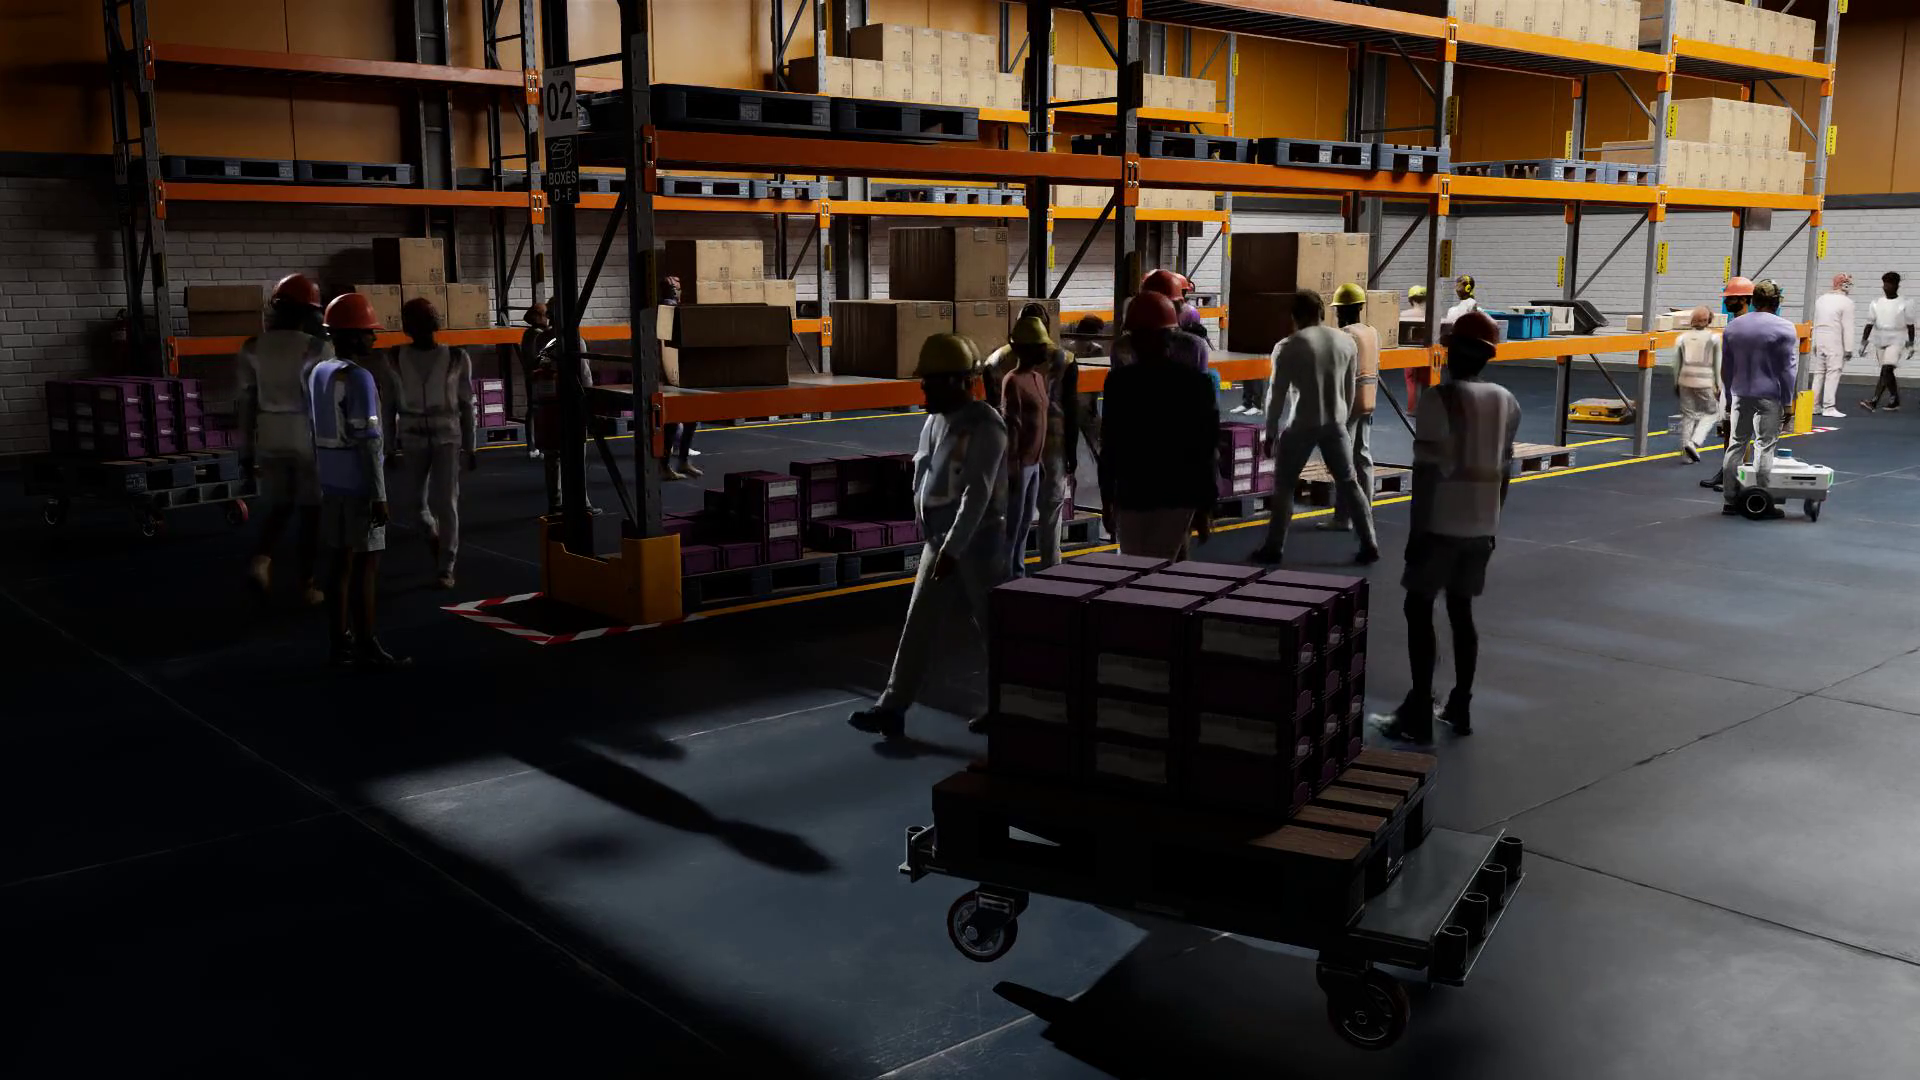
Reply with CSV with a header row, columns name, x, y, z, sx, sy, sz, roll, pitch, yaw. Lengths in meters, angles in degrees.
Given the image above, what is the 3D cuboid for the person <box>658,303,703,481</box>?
name,x,y,z,sx,sy,sz,roll,pitch,yaw
person,-2.617,-1.388,15.709,0.569,1.670,0.546,-3,10,-16

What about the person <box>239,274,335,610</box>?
name,x,y,z,sx,sy,sz,roll,pitch,yaw
person,-3.946,-0.552,9.837,0.633,2.021,0.554,1,10,5

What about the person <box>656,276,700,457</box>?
name,x,y,z,sx,sy,sz,roll,pitch,yaw
person,-3.059,-1.843,17.718,0.404,1.911,0.636,-9,13,-43

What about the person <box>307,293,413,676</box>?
name,x,y,z,sx,sy,sz,roll,pitch,yaw
person,-3.070,-0.282,8.490,0.552,1.935,0.367,9,13,42

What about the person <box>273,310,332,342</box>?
name,x,y,z,sx,sy,sz,roll,pitch,yaw
person,-5.873,-1.365,14.833,0.631,1.940,0.372,4,10,22

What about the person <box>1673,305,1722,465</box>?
name,x,y,z,sx,sy,sz,roll,pitch,yaw
person,7.491,-1.564,16.891,0.379,1.623,0.546,-8,12,-38

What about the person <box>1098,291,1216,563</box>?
name,x,y,z,sx,sy,sz,roll,pitch,yaw
person,0.976,-0.215,8.024,0.624,1.971,0.794,8,12,39

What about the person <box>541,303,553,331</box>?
name,x,y,z,sx,sy,sz,roll,pitch,yaw
person,-4.476,-1.788,18.228,0.493,1.625,0.282,8,12,39

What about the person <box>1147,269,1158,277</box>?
name,x,y,z,sx,sy,sz,roll,pitch,yaw
person,2.215,-2.147,19.297,0.637,1.976,0.519,6,11,31

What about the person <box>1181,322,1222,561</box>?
name,x,y,z,sx,sy,sz,roll,pitch,yaw
person,1.508,-0.618,11.166,0.566,1.682,0.416,8,13,40

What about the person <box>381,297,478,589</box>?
name,x,y,z,sx,sy,sz,roll,pitch,yaw
person,-3.432,-0.645,10.818,0.586,1.868,0.699,-2,10,-10

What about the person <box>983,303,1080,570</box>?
name,x,y,z,sx,sy,sz,roll,pitch,yaw
person,0.464,-0.583,10.578,0.618,1.836,0.430,4,10,20

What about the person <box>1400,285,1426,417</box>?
name,x,y,z,sx,sy,sz,roll,pitch,yaw
person,6.043,-2.484,21.957,0.518,1.746,0.484,-4,10,-20

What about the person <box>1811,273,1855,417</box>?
name,x,y,z,sx,sy,sz,roll,pitch,yaw
person,11.577,-2.571,22.015,0.398,1.904,0.649,-2,10,-12

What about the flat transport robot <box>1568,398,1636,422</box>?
name,x,y,z,sx,sy,sz,roll,pitch,yaw
flat transport robot,8.373,-1.698,21.654,0.652,0.197,1.431,6,11,30

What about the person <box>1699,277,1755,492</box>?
name,x,y,z,sx,sy,sz,roll,pitch,yaw
person,6.989,-1.400,15.036,0.357,1.937,0.551,0,10,3

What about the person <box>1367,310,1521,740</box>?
name,x,y,z,sx,sy,sz,roll,pitch,yaw
person,2.181,-0.074,7.437,0.679,1.886,0.431,-5,11,-28

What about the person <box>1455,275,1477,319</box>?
name,x,y,z,sx,sy,sz,roll,pitch,yaw
person,6.716,-2.597,22.239,0.329,1.874,0.508,0,10,0

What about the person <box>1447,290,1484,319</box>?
name,x,y,z,sx,sy,sz,roll,pitch,yaw
person,6.891,-2.638,22.814,0.545,1.761,0.375,9,13,43

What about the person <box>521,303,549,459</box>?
name,x,y,z,sx,sy,sz,roll,pitch,yaw
person,-4.419,-1.663,17.466,0.289,1.633,0.499,-8,13,-40

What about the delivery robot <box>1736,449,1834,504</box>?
name,x,y,z,sx,sy,sz,roll,pitch,yaw
delivery robot,6.689,-0.498,13.526,0.707,0.478,0.477,2,10,13

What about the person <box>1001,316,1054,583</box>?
name,x,y,z,sx,sy,sz,roll,pitch,yaw
person,0.399,-0.455,10.005,0.331,1.768,0.526,4,10,21

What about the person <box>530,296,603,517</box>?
name,x,y,z,sx,sy,sz,roll,pitch,yaw
person,-3.195,-1.091,13.524,0.591,1.837,0.403,6,11,32

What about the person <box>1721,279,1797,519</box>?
name,x,y,z,sx,sy,sz,roll,pitch,yaw
person,6.470,-1.137,13.494,0.372,1.940,0.630,-6,11,-31

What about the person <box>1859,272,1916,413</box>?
name,x,y,z,sx,sy,sz,roll,pitch,yaw
person,12.644,-2.689,22.713,1.016,1.892,0.622,-5,11,-29

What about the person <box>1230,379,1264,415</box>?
name,x,y,z,sx,sy,sz,roll,pitch,yaw
person,3.923,-2.640,22.357,0.374,1.917,0.596,-4,10,-21

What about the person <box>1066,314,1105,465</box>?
name,x,y,z,sx,sy,sz,roll,pitch,yaw
person,1.132,-1.277,15.323,0.884,1.588,0.582,-7,12,-37

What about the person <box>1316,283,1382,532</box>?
name,x,y,z,sx,sy,sz,roll,pitch,yaw
person,3.020,-1.028,12.922,0.590,1.919,0.392,-9,13,-41

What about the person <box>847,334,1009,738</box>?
name,x,y,z,sx,sy,sz,roll,pitch,yaw
person,-0.077,0.005,7.248,0.888,1.782,0.588,-6,12,-33

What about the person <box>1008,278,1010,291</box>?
name,x,y,z,sx,sy,sz,roll,pitch,yaw
person,0.484,-2.236,19.960,0.364,1.928,0.587,-3,10,-16

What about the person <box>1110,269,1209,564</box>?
name,x,y,z,sx,sy,sz,roll,pitch,yaw
person,1.191,-0.576,9.897,0.607,2.047,0.366,4,10,21

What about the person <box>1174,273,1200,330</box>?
name,x,y,z,sx,sy,sz,roll,pitch,yaw
person,2.348,-1.915,18.056,0.373,1.934,0.551,-6,11,-31

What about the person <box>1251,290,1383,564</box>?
name,x,y,z,sx,sy,sz,roll,pitch,yaw
person,2.465,-0.759,11.463,0.802,1.894,0.556,-2,10,-13
